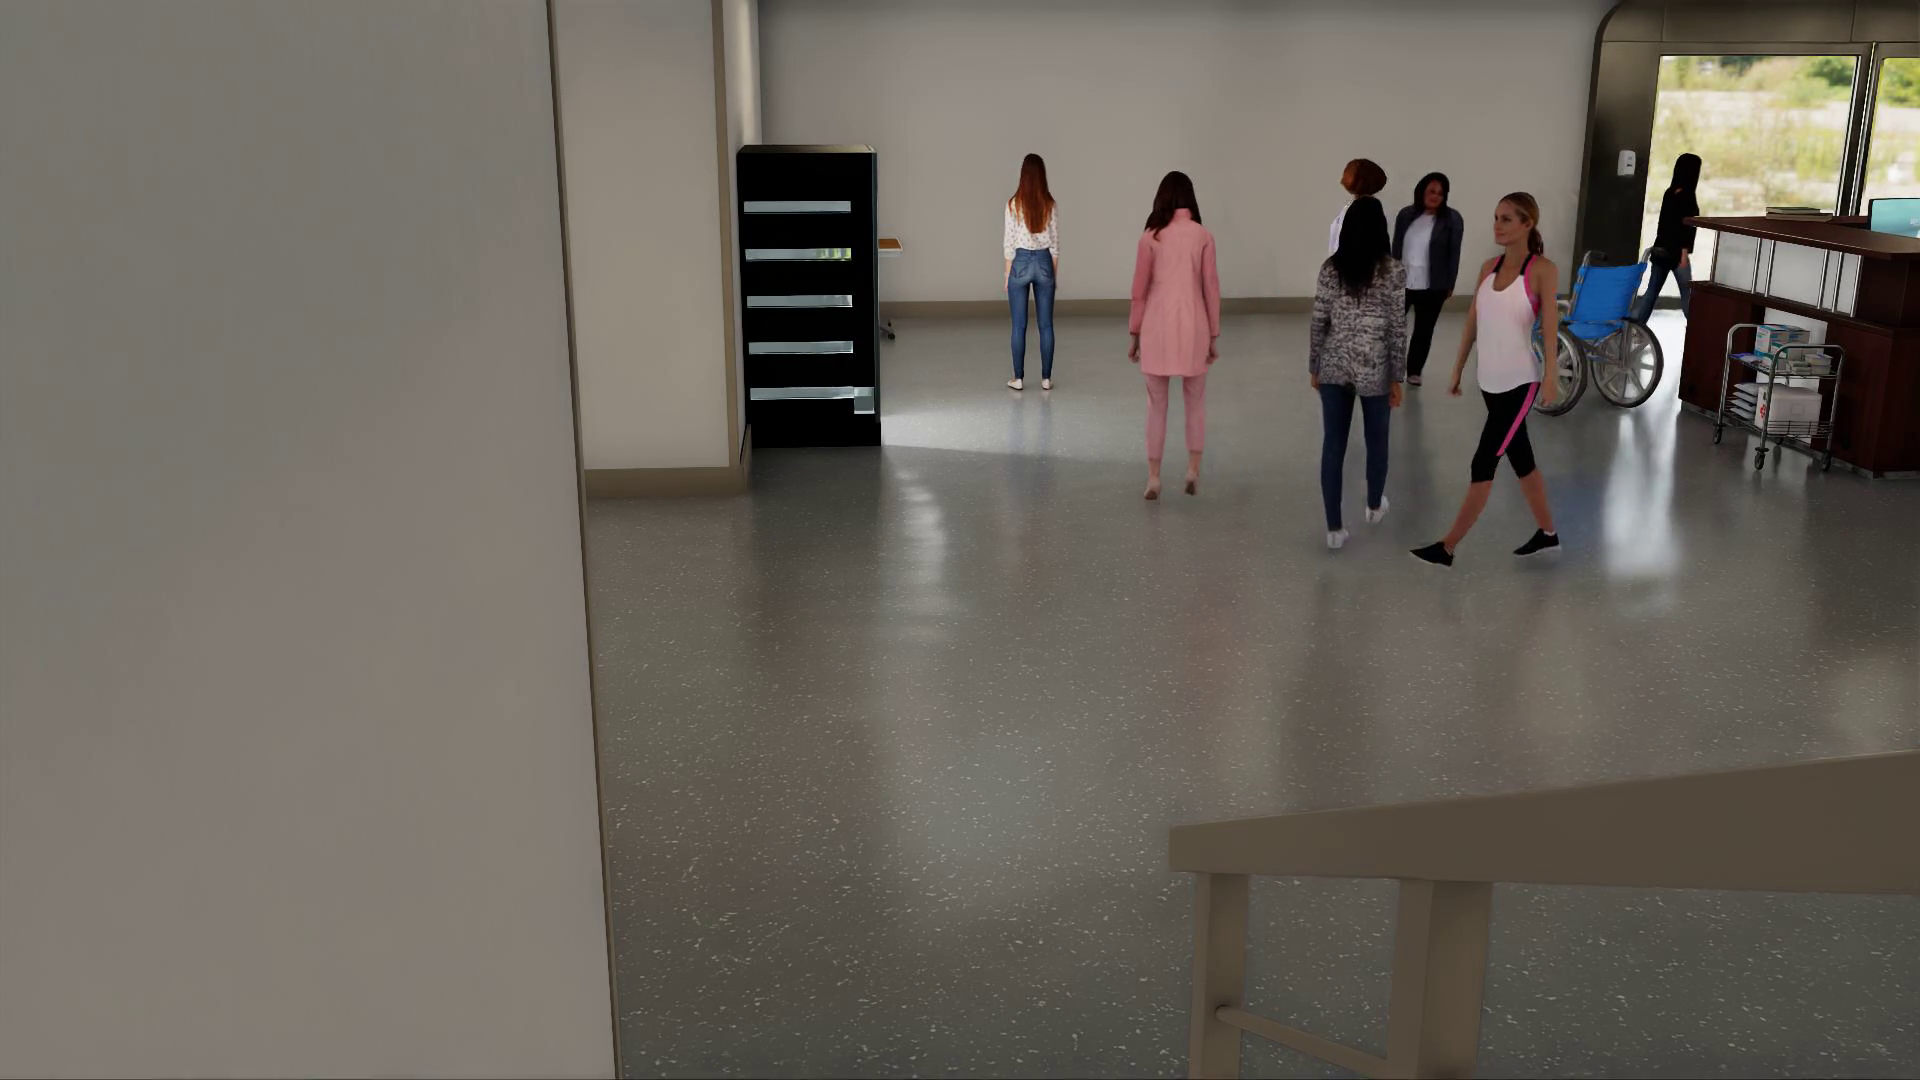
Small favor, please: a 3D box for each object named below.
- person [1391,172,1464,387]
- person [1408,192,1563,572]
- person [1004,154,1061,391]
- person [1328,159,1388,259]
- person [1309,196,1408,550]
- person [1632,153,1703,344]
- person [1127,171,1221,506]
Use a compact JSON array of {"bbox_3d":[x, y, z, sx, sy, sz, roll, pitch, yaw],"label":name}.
[{"bbox_3d":[3.430,-1.943,12.460,0.871,1.588,0.900,11,19,34],"label":"person"},{"bbox_3d":[2.629,-0.696,7.773,0.979,1.730,1.175,-8,17,-25],"label":"person"},{"bbox_3d":[0.536,-1.987,12.354,0.575,1.729,0.507,-2,16,-7],"label":"person"},{"bbox_3d":[2.951,-1.896,12.120,1.011,1.682,1.134,-13,20,-39],"label":"person"},{"bbox_3d":[1.917,-0.788,8.147,0.930,1.705,1.101,7,17,22],"label":"person"},{"bbox_3d":[6.029,-2.456,14.233,0.773,1.612,0.992,-5,16,-16],"label":"person"},{"bbox_3d":[1.182,-1.089,9.065,0.659,1.786,0.631,0,16,-1],"label":"person"}]
